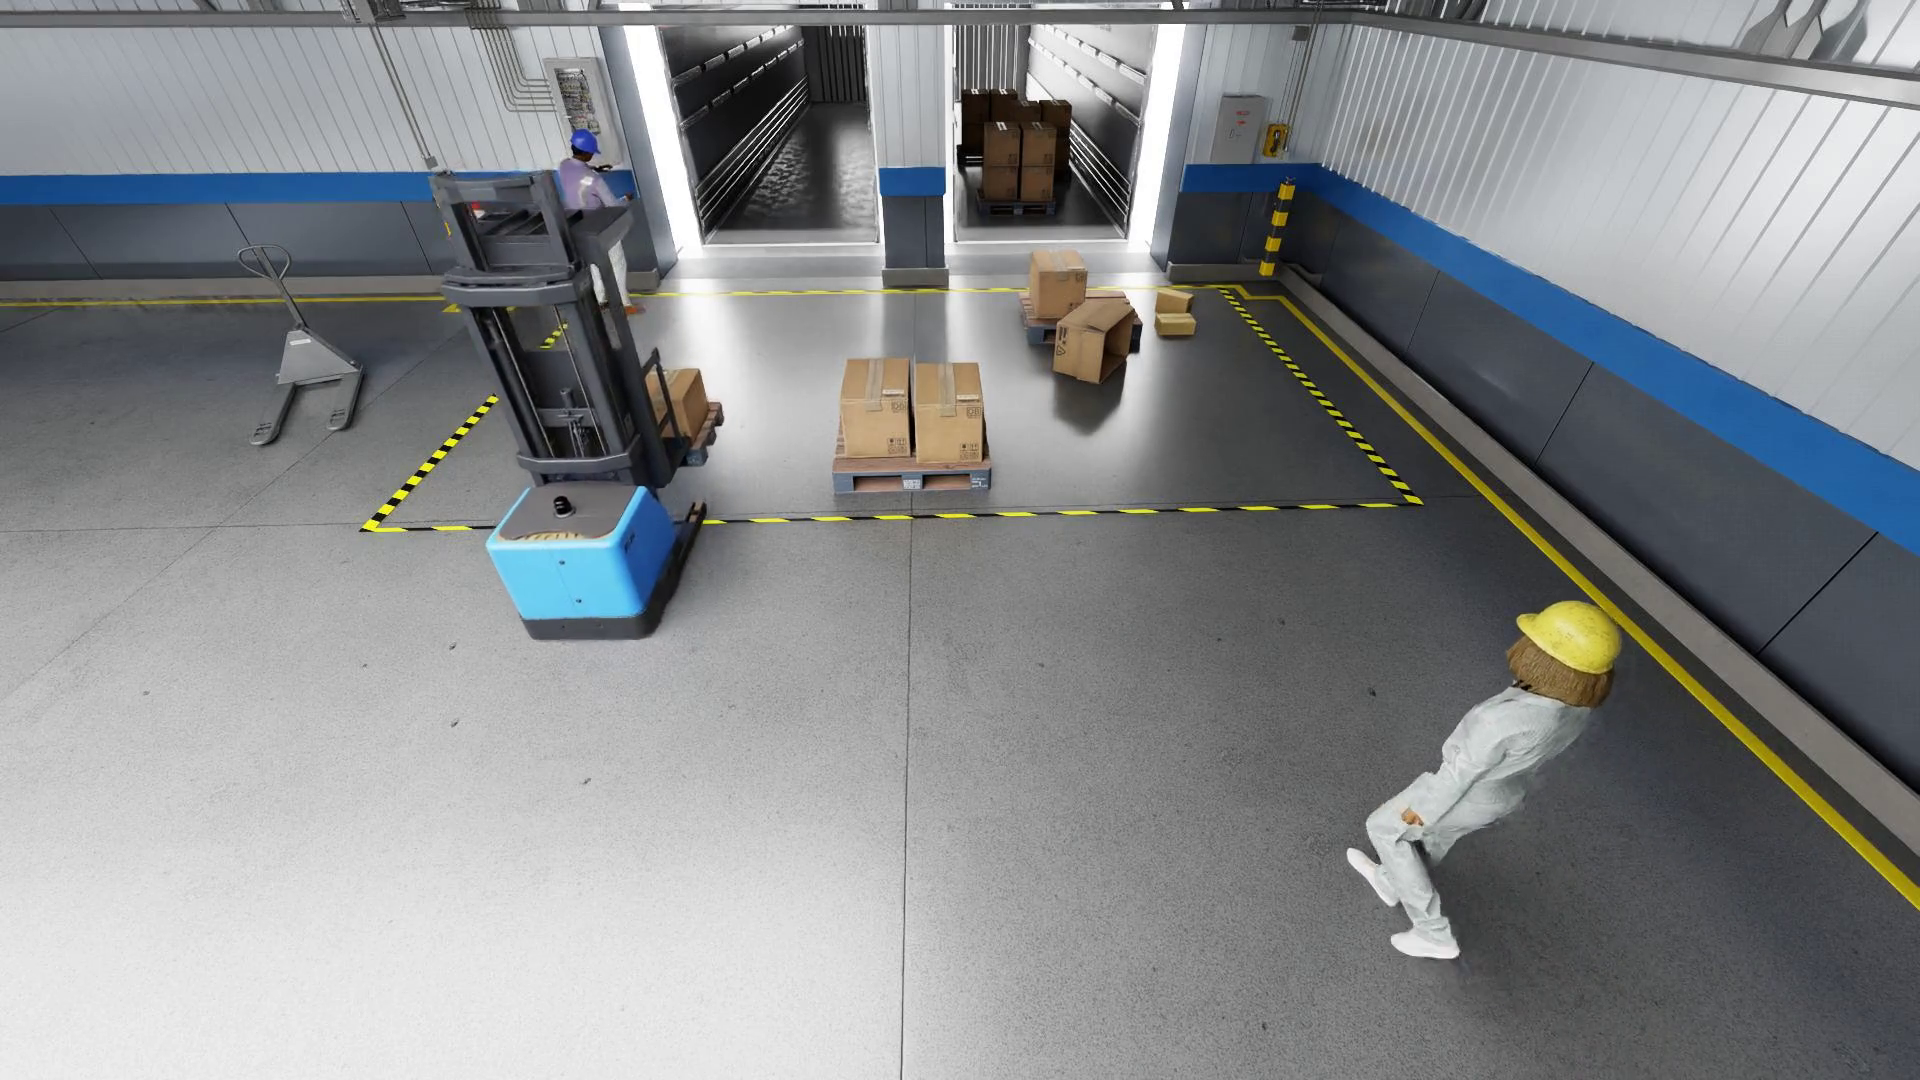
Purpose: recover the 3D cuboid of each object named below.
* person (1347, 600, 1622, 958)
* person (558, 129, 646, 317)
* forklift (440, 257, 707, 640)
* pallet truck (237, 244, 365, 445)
[{"bbox_3d":[1.847,0.922,2.619,0.493,1.728,0.546,-15,41,-18],"label":"person"},{"bbox_3d":[-3.908,-3.466,8.033,0.782,1.885,0.701,18,42,21],"label":"person"},{"bbox_3d":[-2.214,-0.444,4.095,0.716,2.013,0.776,-1,38,-1],"label":"forklift"},{"bbox_3d":[-5.915,-1.733,6.366,0.680,1.201,1.601,-18,42,-21],"label":"pallet truck"}]
